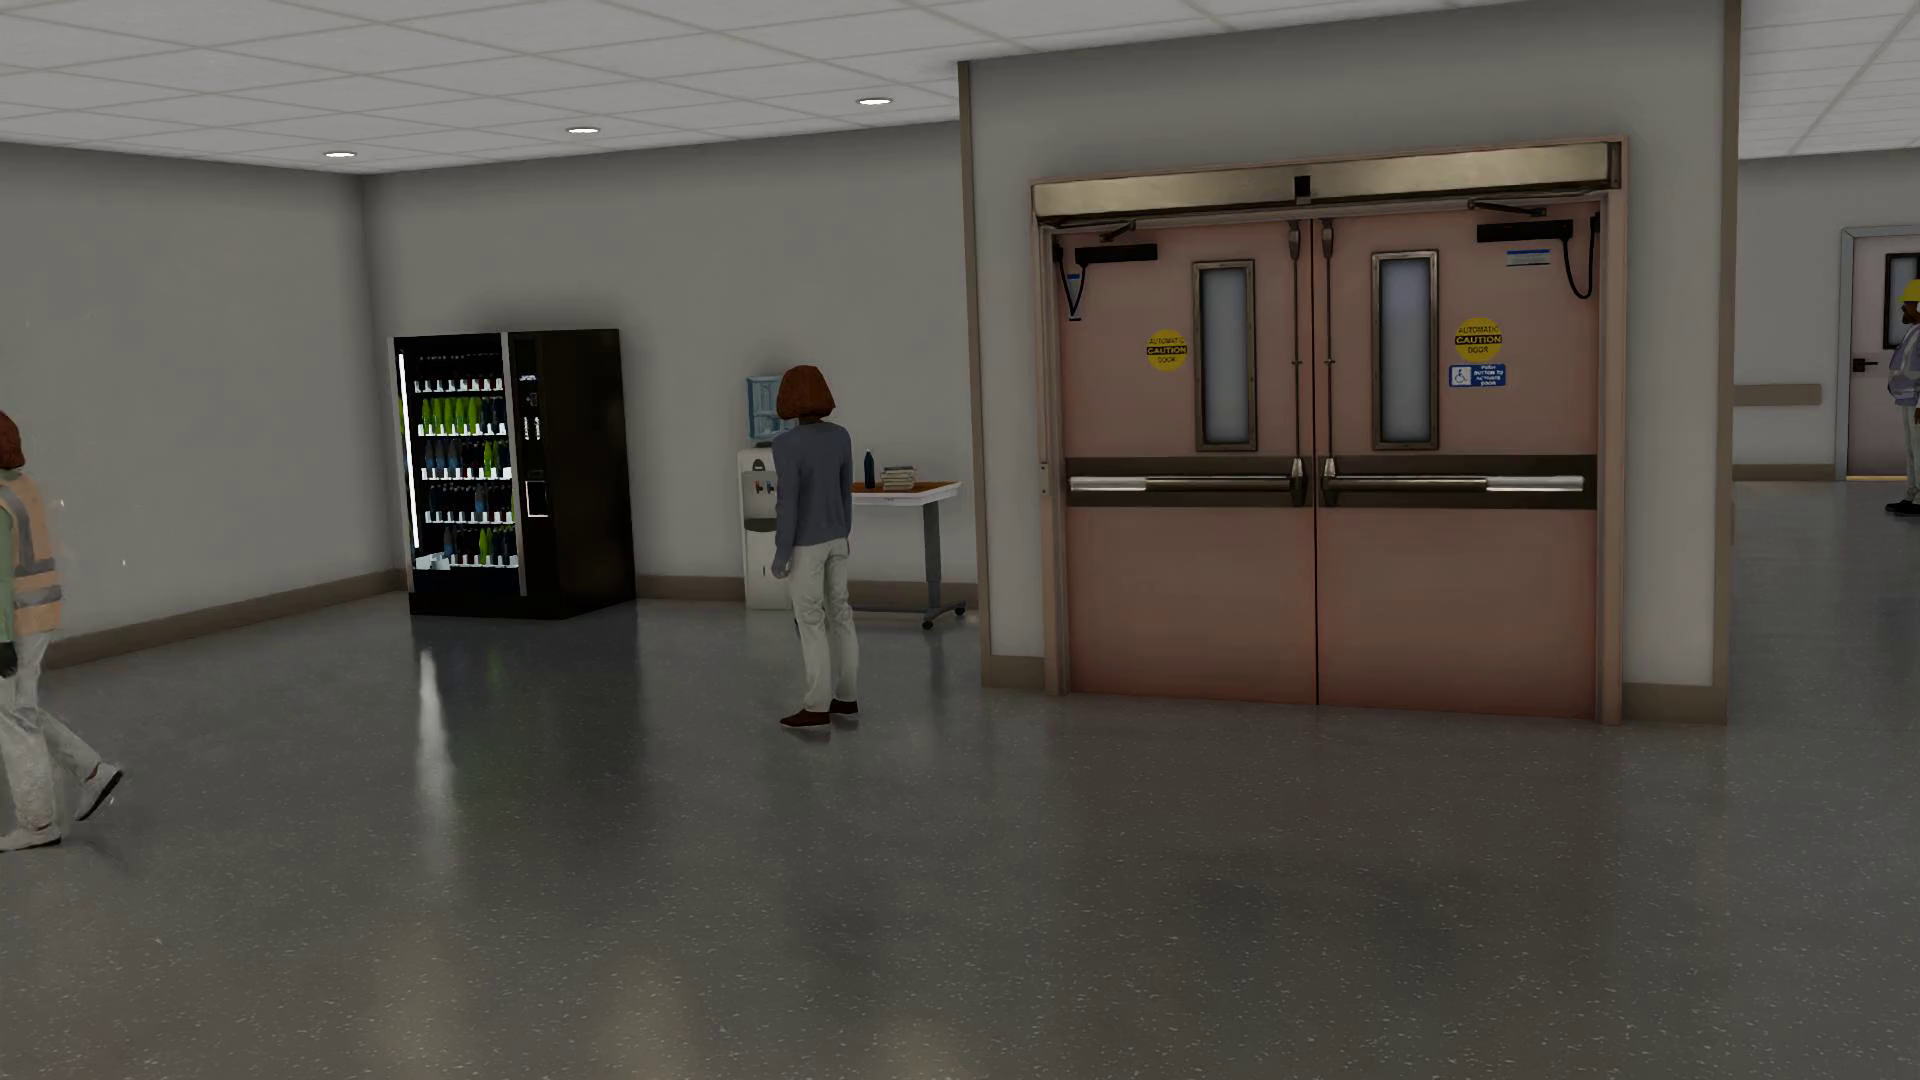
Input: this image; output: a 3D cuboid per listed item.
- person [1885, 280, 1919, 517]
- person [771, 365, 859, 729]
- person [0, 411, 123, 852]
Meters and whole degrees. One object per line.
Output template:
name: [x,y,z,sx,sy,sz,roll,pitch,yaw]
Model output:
person: [7.418,-1.094,12.893,0.403,1.833,0.586,0,8,20]
person: [-0.660,0.031,7.505,0.280,1.633,0.503,3,9,34]
person: [-3.430,0.328,6.073,0.398,1.622,0.540,-4,8,-16]
